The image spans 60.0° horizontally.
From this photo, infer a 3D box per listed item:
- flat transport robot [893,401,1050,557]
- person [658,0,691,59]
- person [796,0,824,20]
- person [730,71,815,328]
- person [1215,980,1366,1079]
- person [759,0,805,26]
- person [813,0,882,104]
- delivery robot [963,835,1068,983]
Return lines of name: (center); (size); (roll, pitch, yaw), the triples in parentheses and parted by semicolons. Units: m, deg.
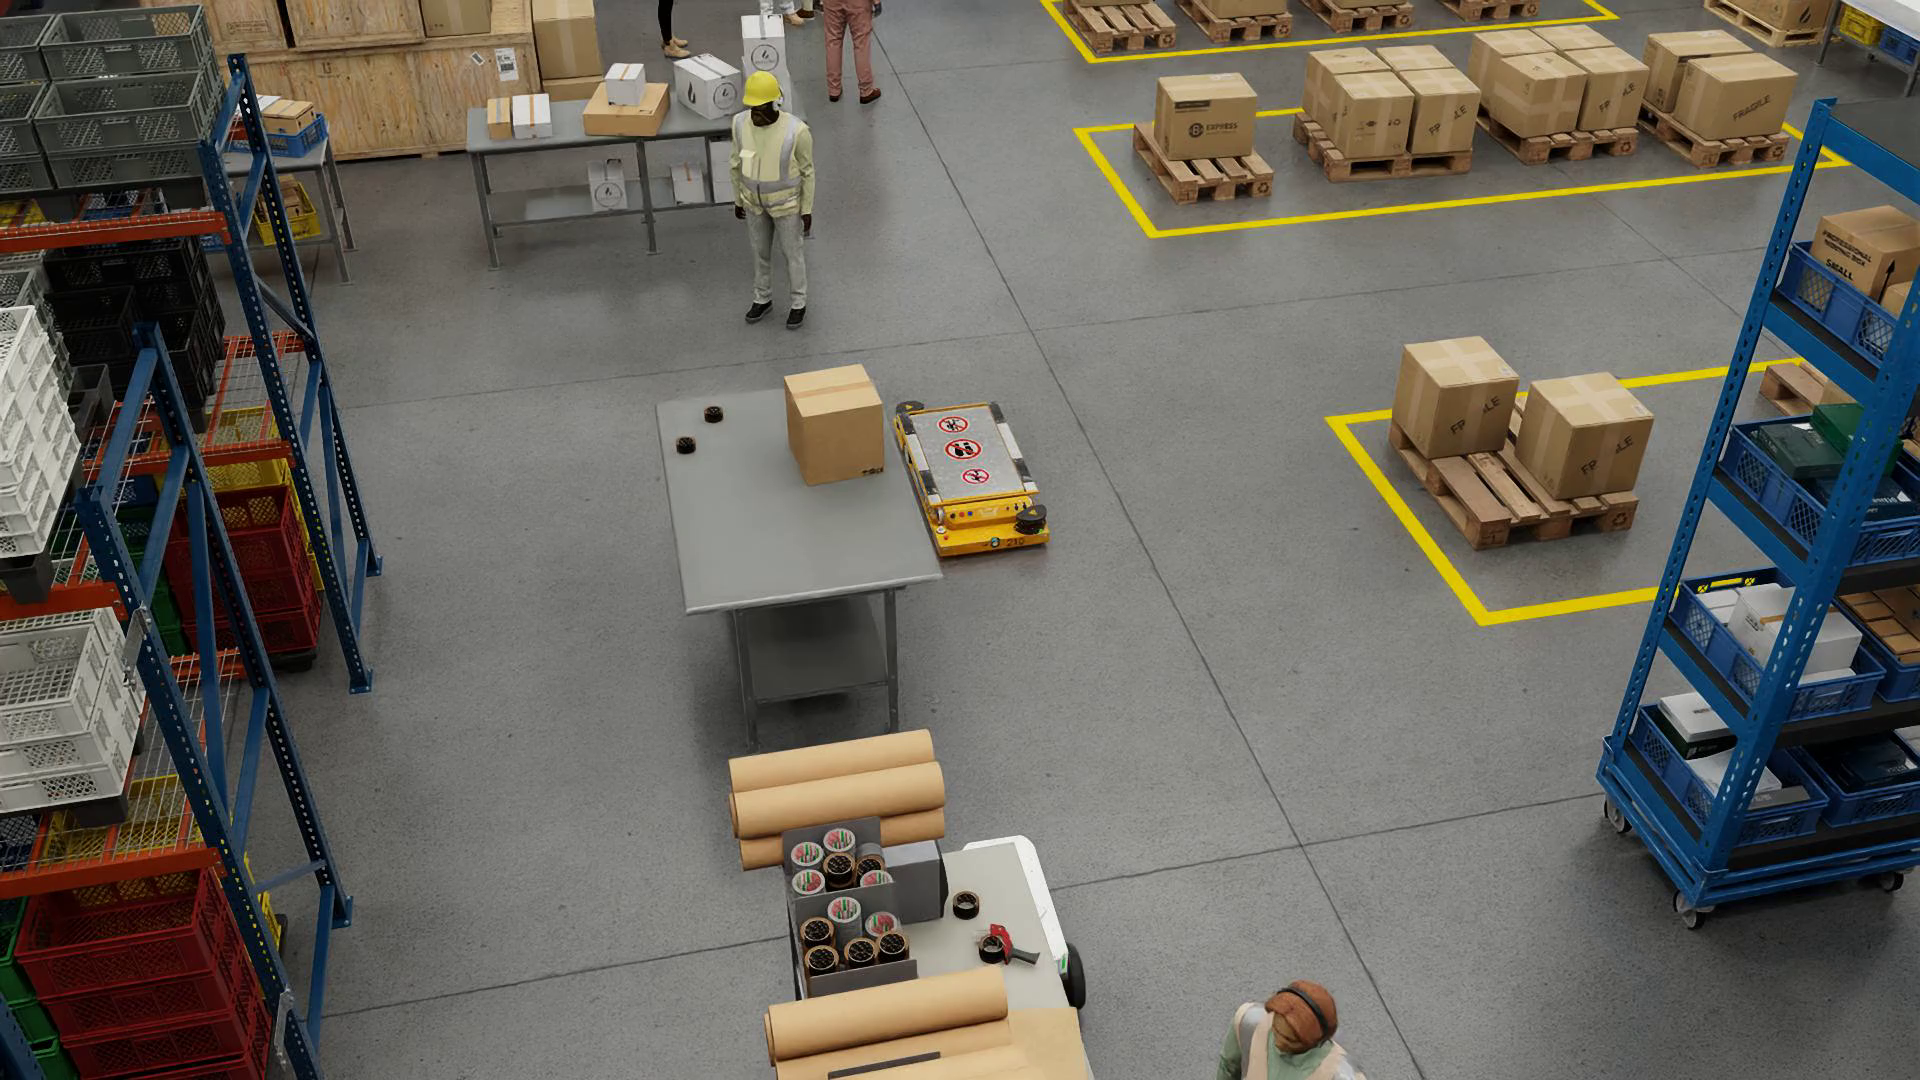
flat transport robot: (0.046, -0.430, 10.108); (0.652, 0.197, 1.431); (-8, 37, -10)
person: (-2.760, -5.397, 15.597); (0.317, 1.696, 0.538); (-7, 37, -9)
person: (-1.537, -6.094, 16.400); (0.329, 1.861, 0.507); (25, 43, 29)
person: (-1.284, -2.309, 11.335); (0.599, 1.830, 0.404); (12, 38, 15)
person: (1.083, 2.044, 5.645); (0.523, 1.636, 0.311); (26, 44, 31)
person: (-1.779, -5.867, 16.122); (0.430, 1.836, 0.619); (24, 43, 28)
person: (-0.988, -4.804, 14.628); (0.654, 1.904, 0.406); (8, 37, 11)
delivery robot: (0.220, 1.590, 7.081); (0.477, 0.478, 0.707); (-7, 37, -9)
